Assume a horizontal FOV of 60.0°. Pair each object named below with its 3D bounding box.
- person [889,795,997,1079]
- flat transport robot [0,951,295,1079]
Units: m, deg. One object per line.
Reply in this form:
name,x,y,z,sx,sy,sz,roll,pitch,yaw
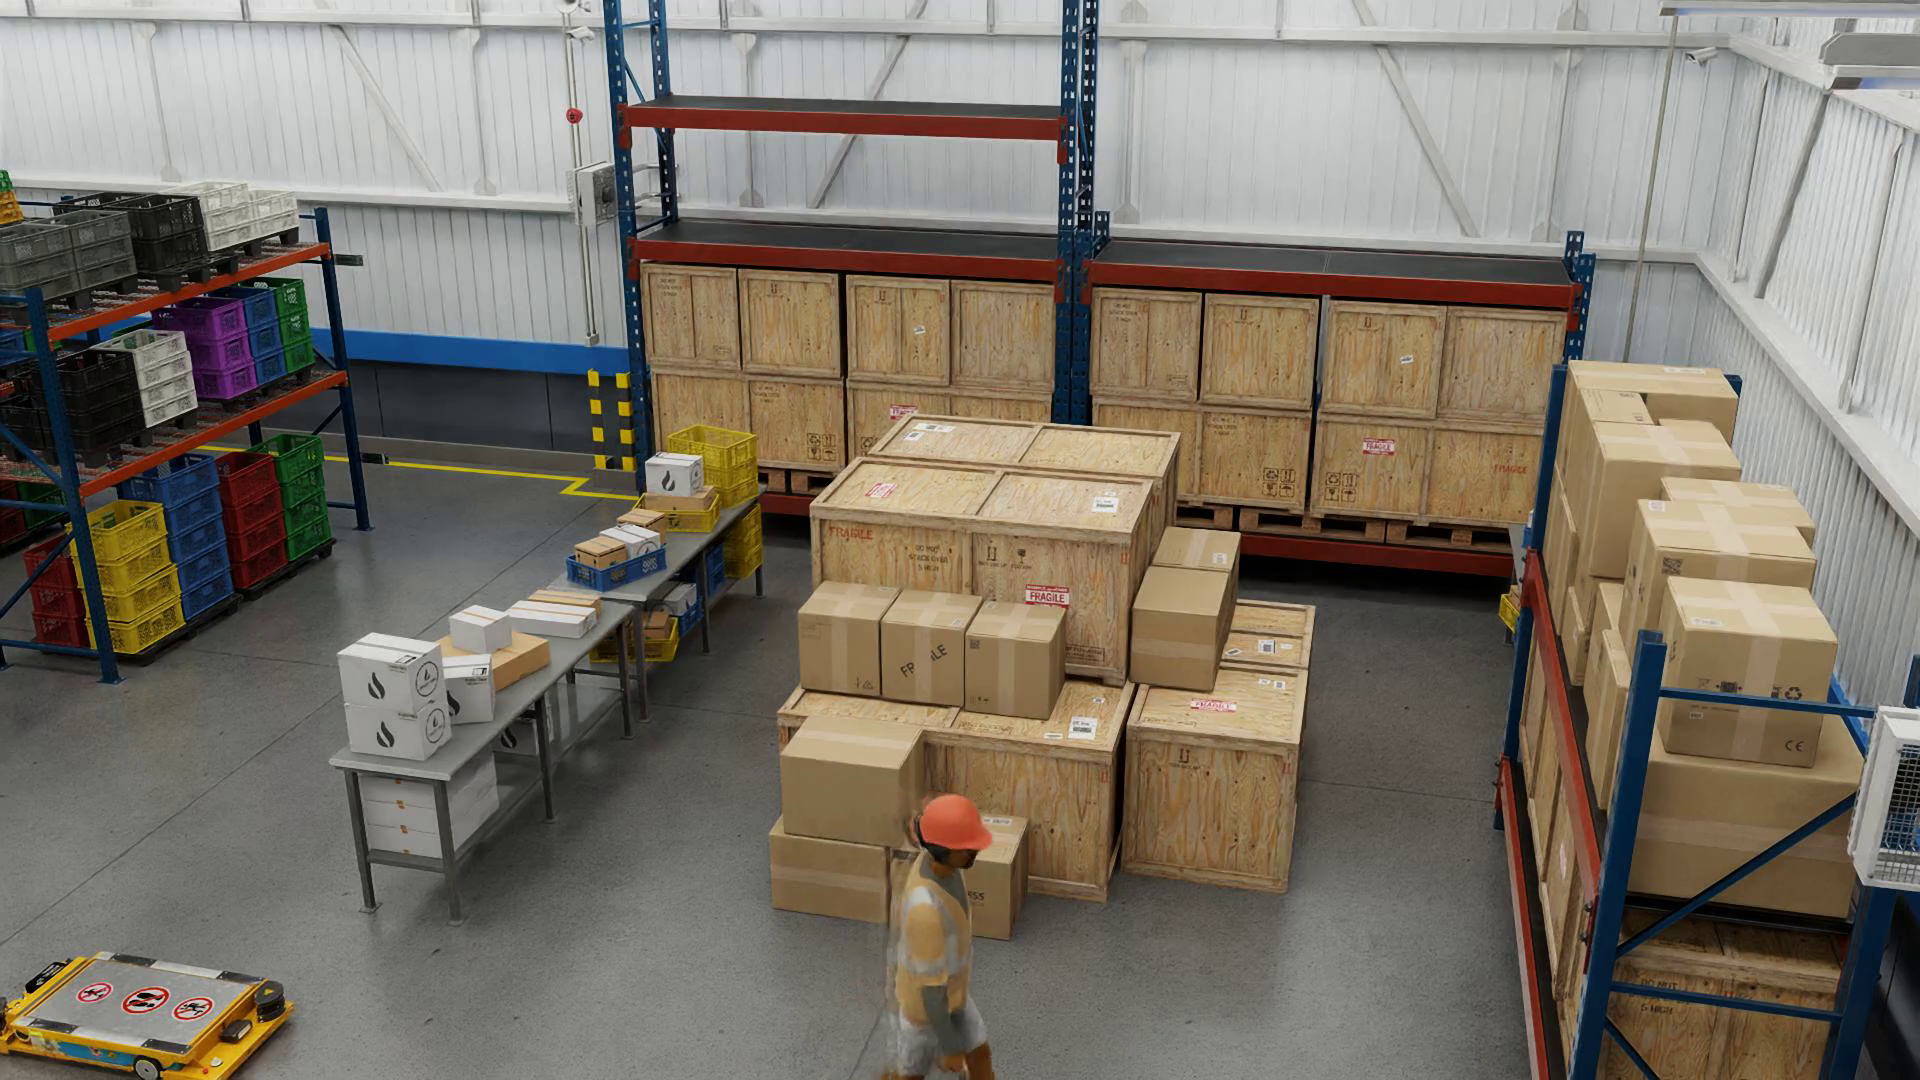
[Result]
person,0.015,2.022,7.340,1.008,1.992,0.645,4,21,11
flat transport robot,-4.270,2.464,8.601,1.431,0.231,0.659,5,22,13
